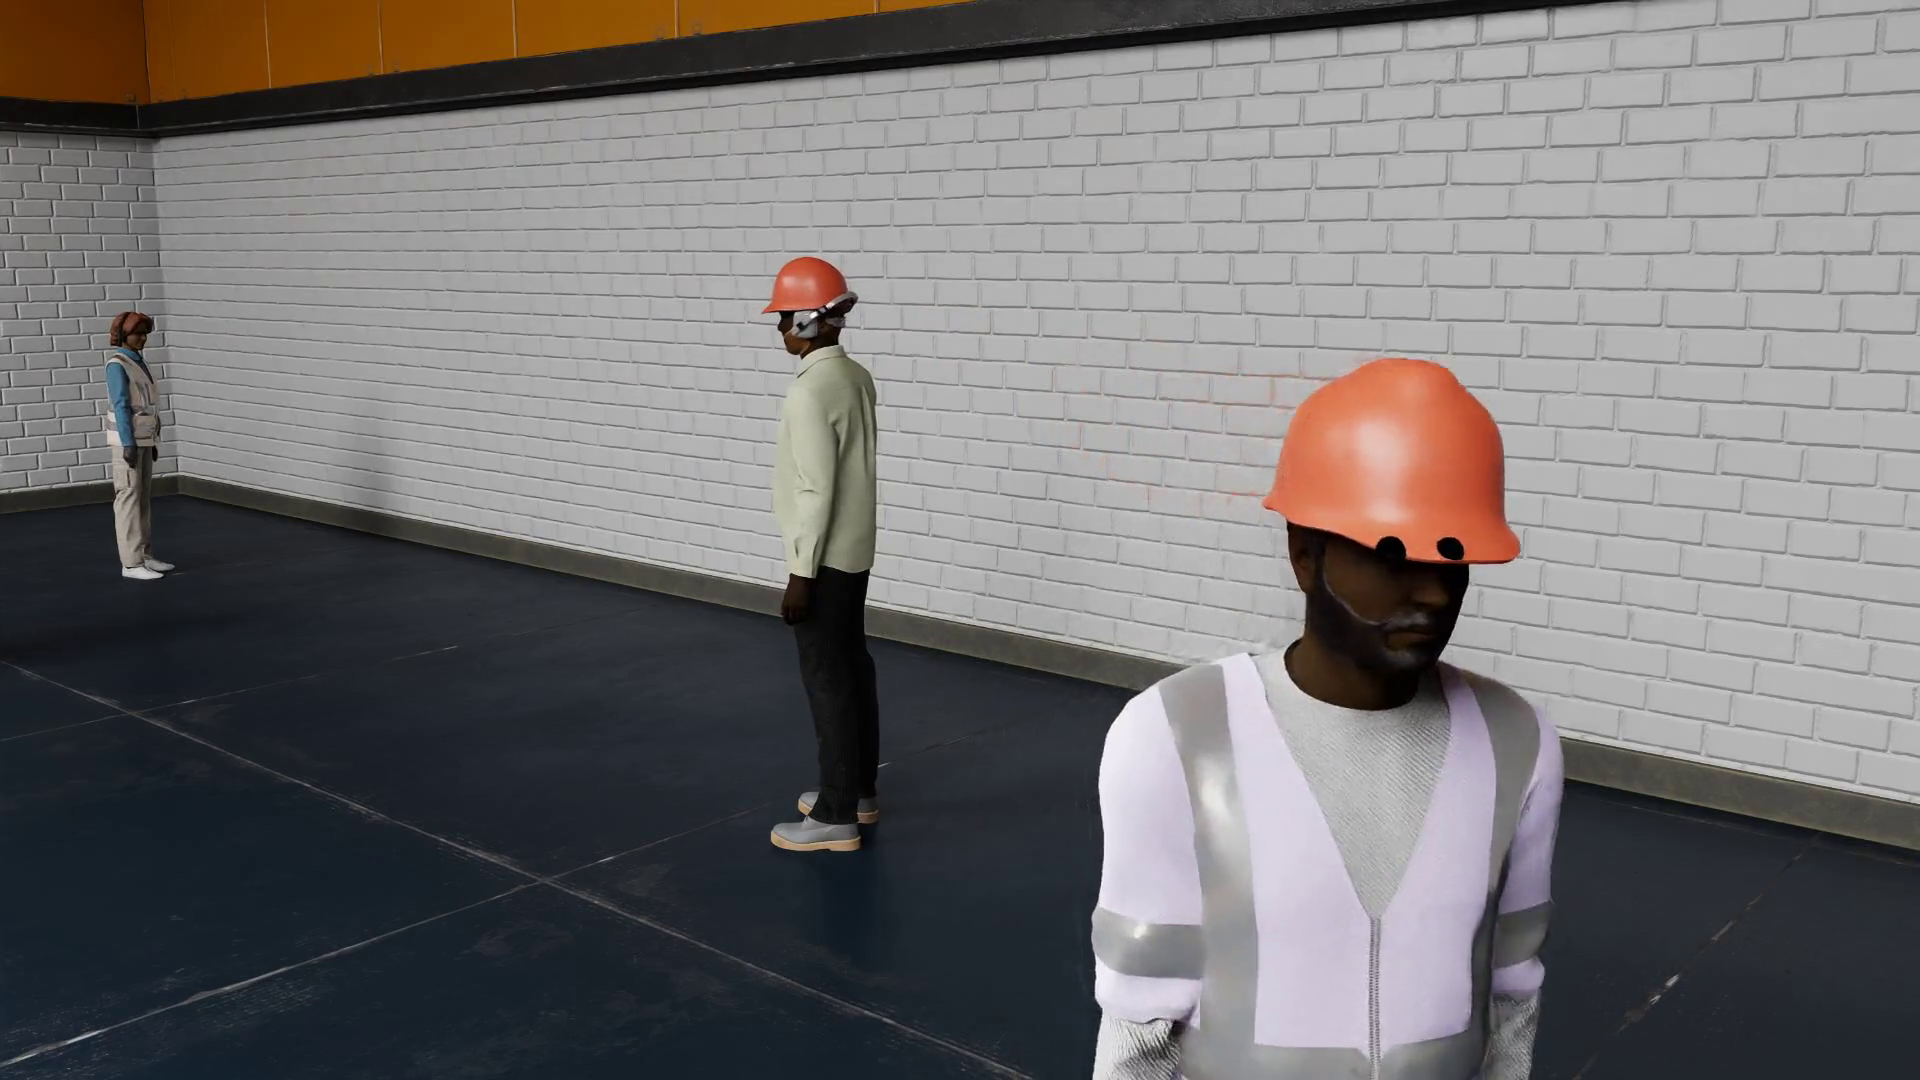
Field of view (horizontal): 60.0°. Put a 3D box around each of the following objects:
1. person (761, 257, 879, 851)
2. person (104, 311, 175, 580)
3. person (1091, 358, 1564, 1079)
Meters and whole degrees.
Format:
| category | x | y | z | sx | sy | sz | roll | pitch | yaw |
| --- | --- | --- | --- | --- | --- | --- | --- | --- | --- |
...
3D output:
| category | x | y | z | sx | sy | sz | roll | pitch | yaw |
| --- | --- | --- | --- | --- | --- | --- | --- | --- | --- |
| person | -0.468 | 0.051 | 5.625 | 0.398 | 1.990 | 0.623 | 2 | 10 | 13 |
| person | -5.071 | -0.580 | 10.231 | 0.313 | 1.637 | 0.513 | -2 | 10 | -10 |
| person | 0.401 | 0.735 | 1.959 | 0.557 | 1.918 | 0.764 | -1 | 10 | -8 |
